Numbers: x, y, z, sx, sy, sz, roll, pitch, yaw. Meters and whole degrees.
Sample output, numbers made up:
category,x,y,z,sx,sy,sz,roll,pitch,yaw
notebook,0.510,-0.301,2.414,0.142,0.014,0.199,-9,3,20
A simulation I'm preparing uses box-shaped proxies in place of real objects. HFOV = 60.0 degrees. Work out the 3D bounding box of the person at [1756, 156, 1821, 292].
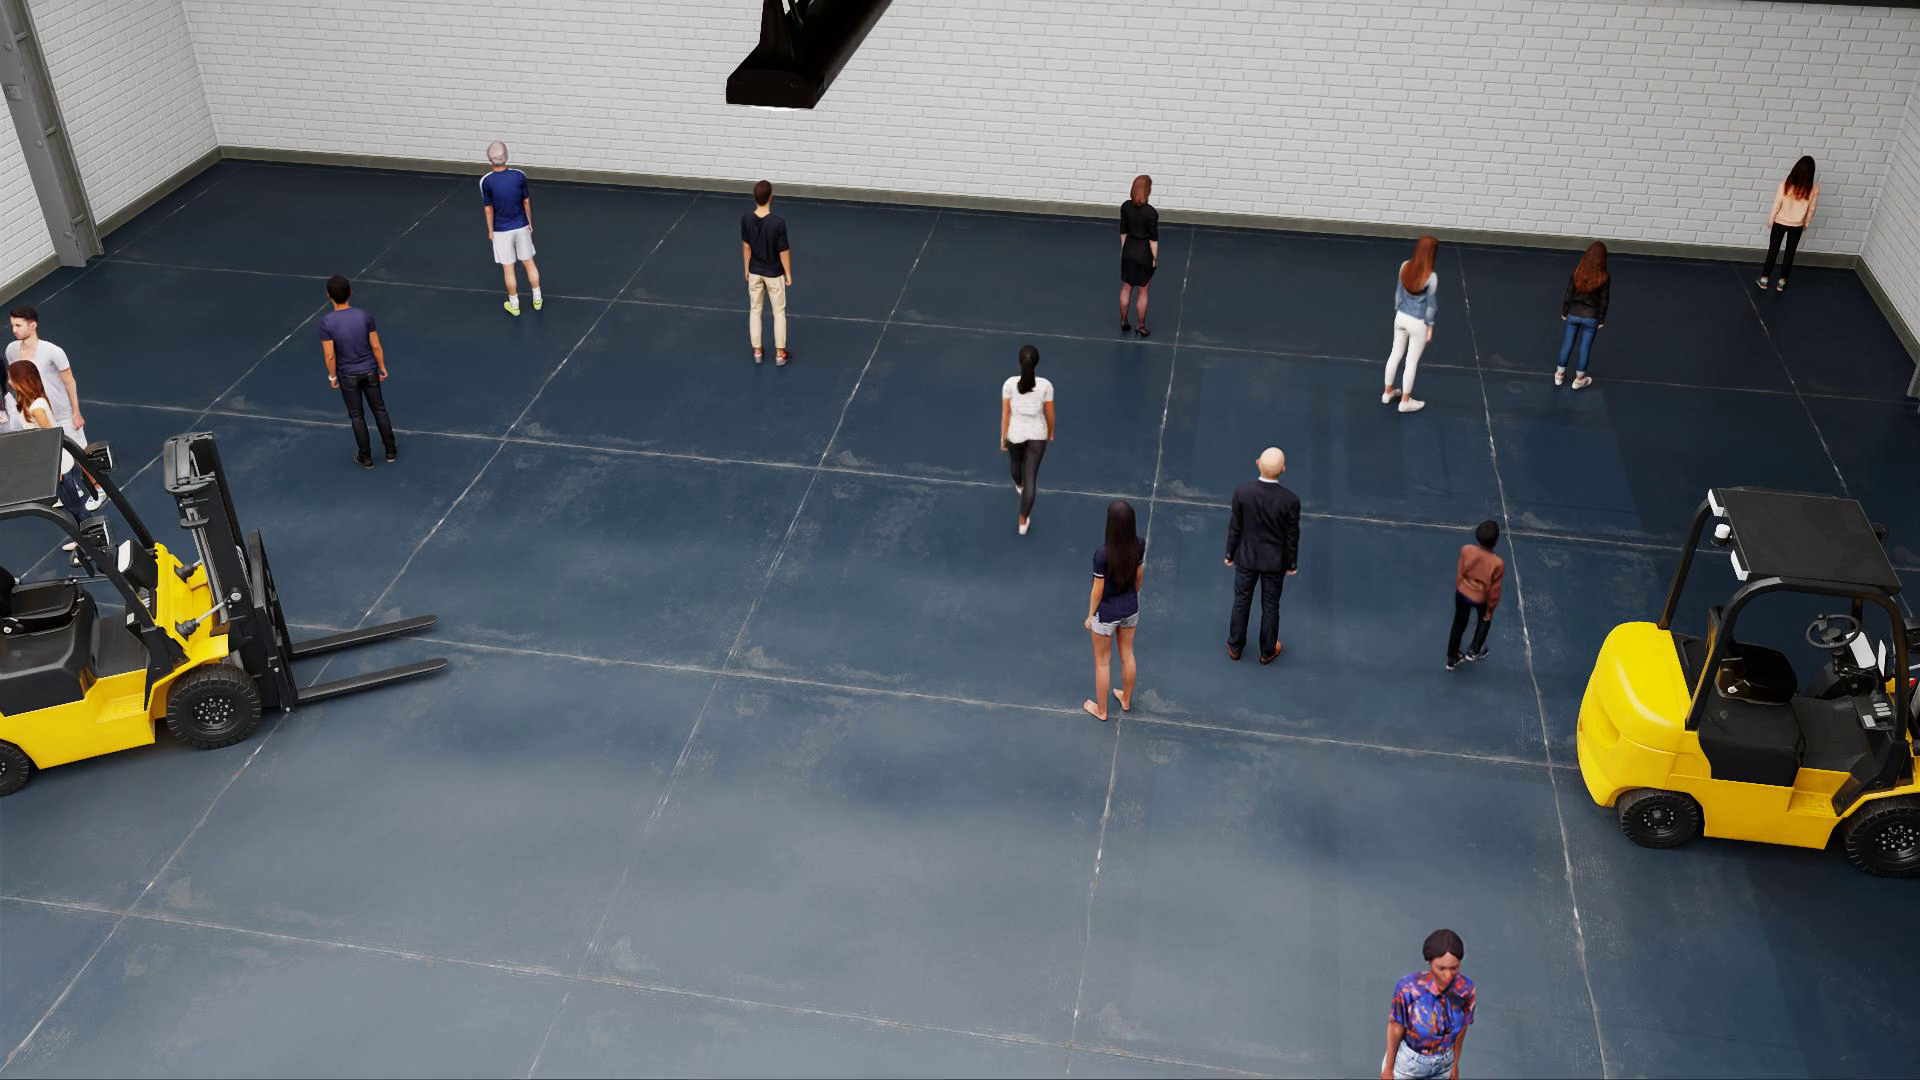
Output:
category,x,y,z,sx,sy,sz,roll,pitch,yaw
person,8.821,-3.378,17.691,0.595,1.484,0.555,11,35,16

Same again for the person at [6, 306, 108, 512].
category,x,y,z,sx,sy,sz,roll,pitch,yaw
person,-7.598,-1.109,13.942,0.675,1.855,0.532,5,34,8

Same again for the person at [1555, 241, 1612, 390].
category,x,y,z,sx,sy,sz,roll,pitch,yaw
person,5.942,-2.150,15.844,0.626,1.484,0.624,19,38,26

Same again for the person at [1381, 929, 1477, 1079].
category,x,y,z,sx,sy,sz,roll,pitch,yaw
person,2.324,2.633,8.415,0.643,1.742,0.612,-4,34,-6

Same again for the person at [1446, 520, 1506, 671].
category,x,y,z,sx,sy,sz,roll,pitch,yaw
person,3.732,0.434,12.175,0.660,1.242,0.724,24,40,31

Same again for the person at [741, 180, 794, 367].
category,x,y,z,sx,sy,sz,roll,pitch,yaw
person,-1.883,-2.589,16.170,0.634,1.854,0.547,8,34,11

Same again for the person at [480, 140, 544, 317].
category,x,y,z,sx,sy,sz,roll,pitch,yaw
person,-4.630,-3.218,17.130,0.713,1.838,0.758,-18,38,-25

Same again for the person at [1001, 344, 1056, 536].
category,x,y,z,sx,sy,sz,roll,pitch,yaw
person,0.546,-0.795,13.699,0.635,1.602,1.056,3,34,4

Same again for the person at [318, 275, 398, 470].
category,x,y,z,sx,sy,sz,roll,pitch,yaw
person,-5.270,-1.468,14.539,0.707,1.792,0.753,-19,38,-26

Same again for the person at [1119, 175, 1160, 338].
category,x,y,z,sx,sy,sz,roll,pitch,yaw
person,1.785,-2.846,16.690,0.656,1.707,0.651,24,40,31

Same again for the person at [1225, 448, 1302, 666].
category,x,y,z,sx,sy,sz,roll,pitch,yaw
person,2.197,0.123,12.138,0.714,1.800,0.623,11,35,16

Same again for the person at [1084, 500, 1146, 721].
category,x,y,z,sx,sy,sz,roll,pitch,yaw
person,1.079,0.497,11.607,0.666,1.765,0.703,-16,37,-23

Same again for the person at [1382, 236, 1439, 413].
category,x,y,z,sx,sy,sz,roll,pitch,yaw
person,4.190,-2.015,15.446,0.737,1.700,0.674,-21,39,-28

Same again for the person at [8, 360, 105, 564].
category,x,y,z,sx,sy,sz,roll,pitch,yaw
person,-7.221,-0.630,13.285,0.732,1.784,0.678,-23,40,-30
